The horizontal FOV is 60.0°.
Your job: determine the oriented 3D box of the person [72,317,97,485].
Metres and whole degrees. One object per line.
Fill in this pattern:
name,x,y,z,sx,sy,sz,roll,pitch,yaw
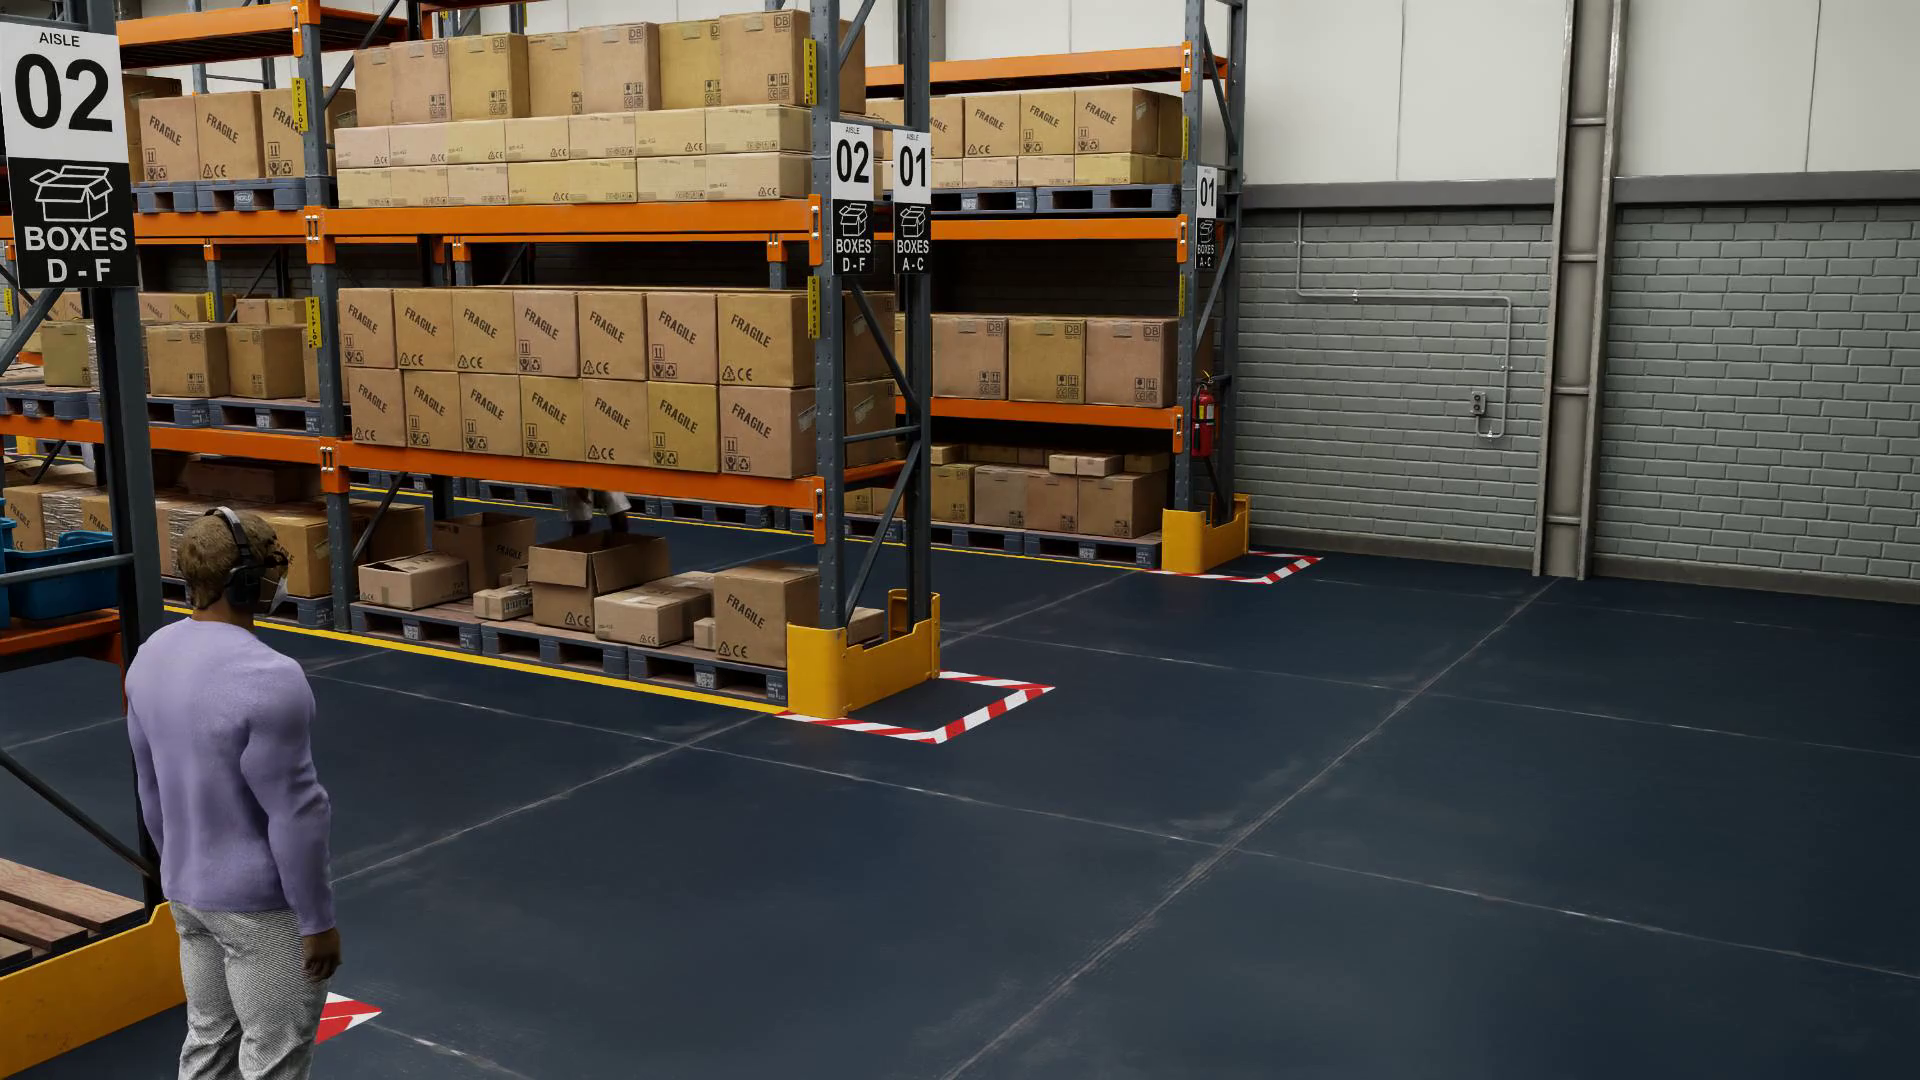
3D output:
person,-9.603,-1.509,18.273,0.329,1.872,0.511,4,11,23

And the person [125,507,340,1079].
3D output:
person,-1.751,0.878,4.095,0.627,1.940,0.372,6,11,32

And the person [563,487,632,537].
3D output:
person,-2.609,-0.478,11.853,0.610,2.007,0.617,7,12,37
